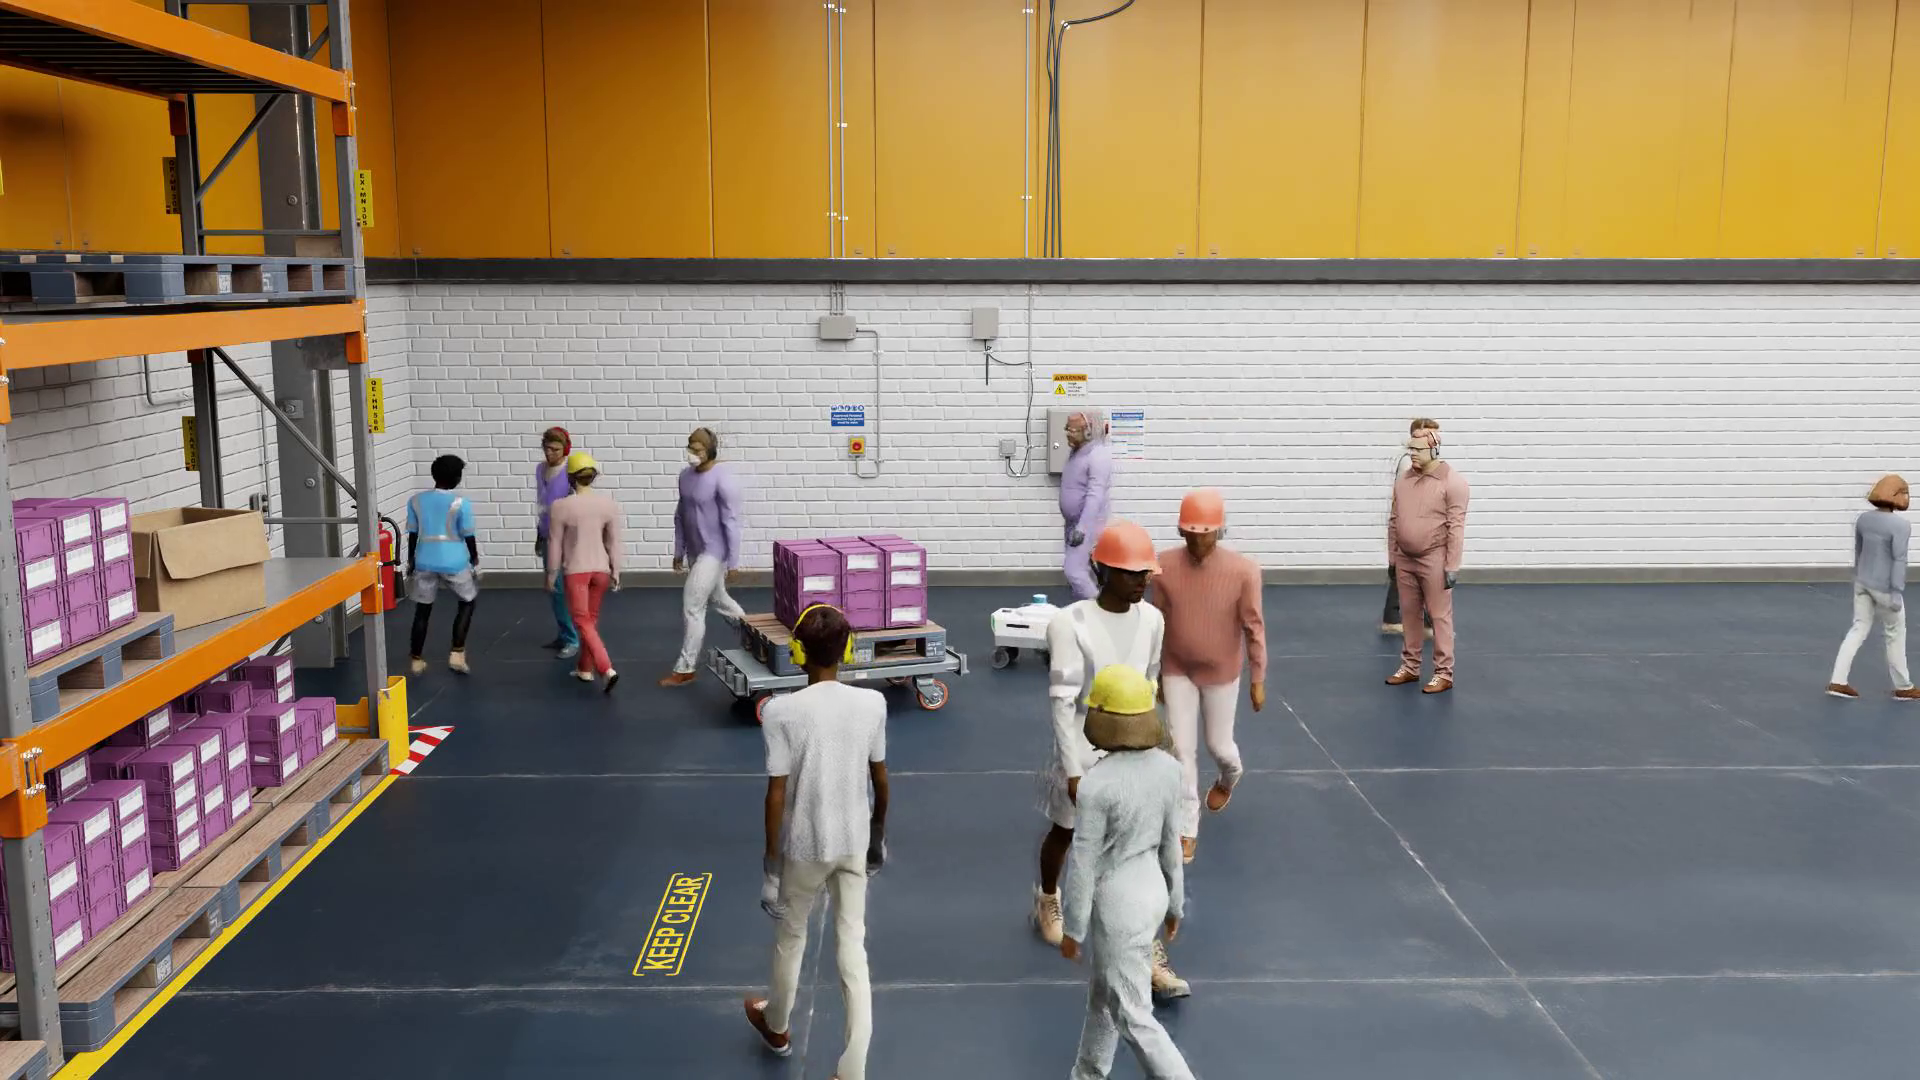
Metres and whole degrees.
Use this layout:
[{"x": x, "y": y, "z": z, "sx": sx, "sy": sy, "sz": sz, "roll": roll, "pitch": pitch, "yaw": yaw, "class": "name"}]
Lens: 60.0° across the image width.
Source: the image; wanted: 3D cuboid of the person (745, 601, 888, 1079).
[{"x": -0.531, "y": 1.124, "z": 6.173, "sx": 0.566, "sy": 1.825, "sz": 0.924, "roll": -4, "pitch": 10, "yaw": -25, "class": "person"}]

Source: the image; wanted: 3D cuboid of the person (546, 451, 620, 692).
[{"x": -2.664, "y": 0.231, "z": 11.957, "sx": 0.526, "sy": 1.735, "sz": 0.790, "roll": -8, "pitch": 12, "yaw": -42, "class": "person"}]

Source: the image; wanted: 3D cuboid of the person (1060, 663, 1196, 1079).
[{"x": 0.608, "y": 1.269, "z": 5.673, "sx": 0.850, "sy": 1.710, "sz": 0.494, "roll": 8, "pitch": 12, "yaw": 42, "class": "person"}]

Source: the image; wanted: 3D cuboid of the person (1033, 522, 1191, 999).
[{"x": 0.622, "y": 0.900, "z": 7.117, "sx": 0.618, "sy": 1.986, "sz": 1.089, "roll": -4, "pitch": 10, "yaw": -25, "class": "person"}]

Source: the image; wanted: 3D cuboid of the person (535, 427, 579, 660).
[{"x": -3.127, "y": 0.014, "z": 13.038, "sx": 0.658, "sy": 1.824, "sz": 0.385, "roll": 9, "pitch": 13, "yaw": 43, "class": "person"}]

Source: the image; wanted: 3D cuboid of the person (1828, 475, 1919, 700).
[{"x": 6.479, "y": 0.337, "z": 11.690, "sx": 0.631, "sy": 1.613, "sz": 0.520, "roll": -2, "pitch": 9, "yaw": -12, "class": "person"}]

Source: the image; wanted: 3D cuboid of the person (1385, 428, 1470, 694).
[{"x": 3.330, "y": 0.145, "z": 11.986, "sx": 0.403, "sy": 1.900, "sz": 0.647, "roll": -6, "pitch": 11, "yaw": -34, "class": "person"}]

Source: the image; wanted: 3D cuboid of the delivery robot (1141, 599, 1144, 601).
[{"x": 1.331, "y": 0.681, "z": 12.503, "sx": 0.707, "sy": 0.478, "sz": 0.477, "roll": -2, "pitch": 9, "yaw": -9, "class": "delivery robot"}]

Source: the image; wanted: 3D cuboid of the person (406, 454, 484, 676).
[{"x": -3.846, "y": 0.190, "z": 12.360, "sx": 0.603, "sy": 1.669, "sz": 0.333, "roll": 2, "pitch": 9, "yaw": 12, "class": "person"}]

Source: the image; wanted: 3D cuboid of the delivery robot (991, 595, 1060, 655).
[{"x": 0.603, "y": 0.659, "z": 12.644, "sx": 0.707, "sy": 0.478, "sz": 0.477, "roll": 3, "pitch": 10, "yaw": 18, "class": "delivery robot"}]

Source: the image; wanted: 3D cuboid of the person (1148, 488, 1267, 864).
[{"x": 1.302, "y": 0.659, "z": 8.697, "sx": 0.621, "sy": 1.953, "sz": 0.788, "roll": 3, "pitch": 10, "yaw": 20, "class": "person"}]

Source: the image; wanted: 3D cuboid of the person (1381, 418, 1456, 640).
[{"x": 3.812, "y": -0.081, "z": 13.573, "sx": 0.765, "sy": 1.819, "sz": 0.531, "roll": 4, "pitch": 10, "yaw": 25, "class": "person"}]

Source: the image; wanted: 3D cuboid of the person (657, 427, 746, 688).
[{"x": -1.809, "y": 0.103, "z": 12.286, "sx": 0.985, "sy": 1.890, "sz": 0.639, "roll": -7, "pitch": 12, "yaw": -39, "class": "person"}]

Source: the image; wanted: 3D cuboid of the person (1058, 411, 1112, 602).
[{"x": 0.985, "y": -0.119, "z": 13.634, "sx": 0.454, "sy": 1.883, "sz": 0.660, "roll": -3, "pitch": 10, "yaw": -18, "class": "person"}]
